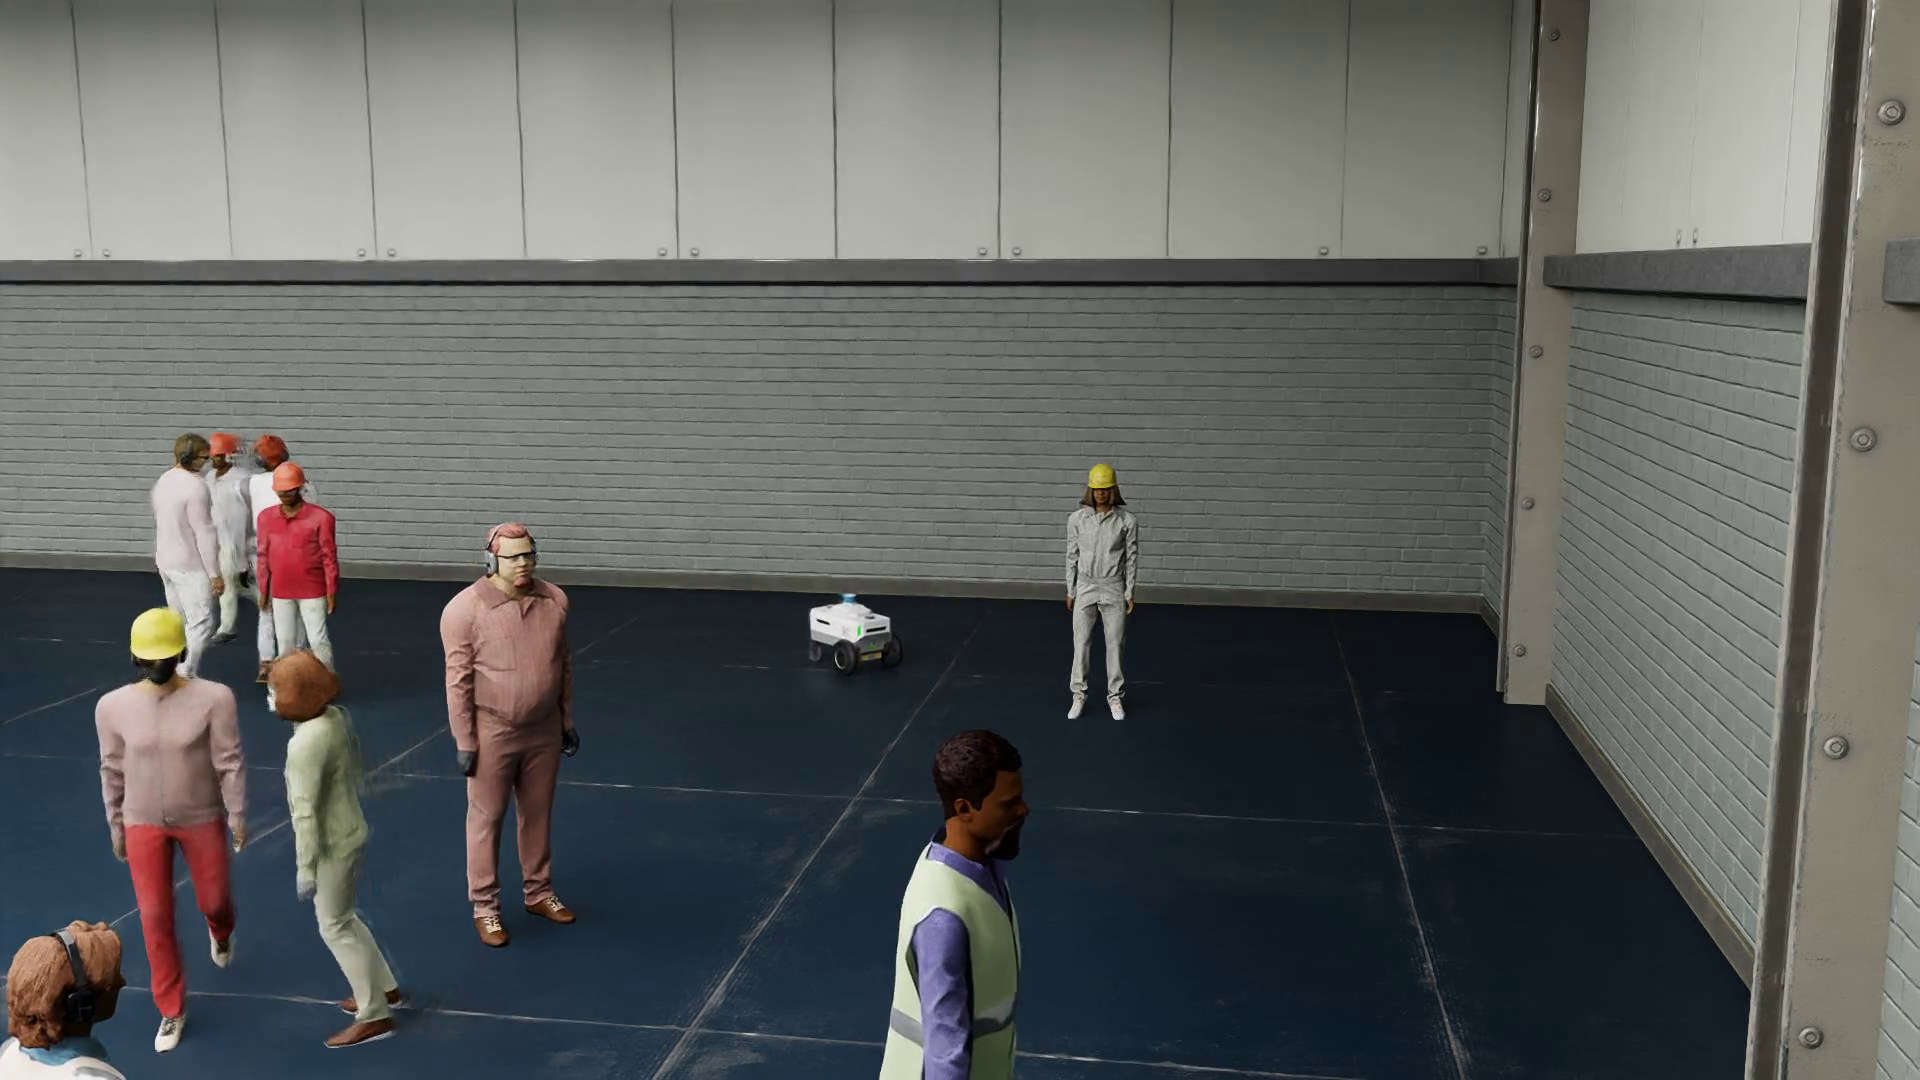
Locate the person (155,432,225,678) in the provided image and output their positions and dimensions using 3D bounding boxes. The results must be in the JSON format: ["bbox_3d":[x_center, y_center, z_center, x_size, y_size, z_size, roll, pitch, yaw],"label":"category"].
[{"bbox_3d":[-5.373,0.216,11.542,0.440,1.922,0.706,-9,13,-44],"label":"person"}]

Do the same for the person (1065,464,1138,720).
[{"bbox_3d":[0.953,0.353,11.233,0.487,1.744,0.294,1,9,6],"label":"person"}]

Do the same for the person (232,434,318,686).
[{"bbox_3d":[-4.867,0.172,11.961,0.617,1.872,0.415,-1,9,-6],"label":"person"}]

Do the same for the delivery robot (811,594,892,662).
[{"bbox_3d":[-0.841,0.656,12.731,0.477,0.478,0.707,-7,12,-37],"label":"delivery robot"}]

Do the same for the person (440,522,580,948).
[{"bbox_3d":[-2.013,0.864,7.580,0.401,1.910,0.641,9,13,44],"label":"person"}]

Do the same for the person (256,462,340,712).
[{"bbox_3d":[-4.544,0.328,11.395,0.572,1.743,0.350,1,9,5],"label":"person"}]

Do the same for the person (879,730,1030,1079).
[{"bbox_3d":[-0.012,1.407,4.198,0.383,1.918,0.591,1,9,6],"label":"person"}]

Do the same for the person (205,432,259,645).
[{"bbox_3d":[-5.965,-0.039,13.687,0.570,1.730,0.676,7,12,39],"label":"person"}]

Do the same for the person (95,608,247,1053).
[{"bbox_3d":[-3.135,1.094,6.683,0.524,1.744,0.675,-3,10,-17],"label":"person"}]

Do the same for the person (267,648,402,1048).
[{"bbox_3d":[-2.442,1.196,6.451,0.402,1.610,0.527,-2,9,-10],"label":"person"}]

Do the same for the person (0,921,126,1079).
[{"bbox_3d":[-1.902,1.636,3.644,0.511,1.640,0.308,7,11,35],"label":"person"}]
